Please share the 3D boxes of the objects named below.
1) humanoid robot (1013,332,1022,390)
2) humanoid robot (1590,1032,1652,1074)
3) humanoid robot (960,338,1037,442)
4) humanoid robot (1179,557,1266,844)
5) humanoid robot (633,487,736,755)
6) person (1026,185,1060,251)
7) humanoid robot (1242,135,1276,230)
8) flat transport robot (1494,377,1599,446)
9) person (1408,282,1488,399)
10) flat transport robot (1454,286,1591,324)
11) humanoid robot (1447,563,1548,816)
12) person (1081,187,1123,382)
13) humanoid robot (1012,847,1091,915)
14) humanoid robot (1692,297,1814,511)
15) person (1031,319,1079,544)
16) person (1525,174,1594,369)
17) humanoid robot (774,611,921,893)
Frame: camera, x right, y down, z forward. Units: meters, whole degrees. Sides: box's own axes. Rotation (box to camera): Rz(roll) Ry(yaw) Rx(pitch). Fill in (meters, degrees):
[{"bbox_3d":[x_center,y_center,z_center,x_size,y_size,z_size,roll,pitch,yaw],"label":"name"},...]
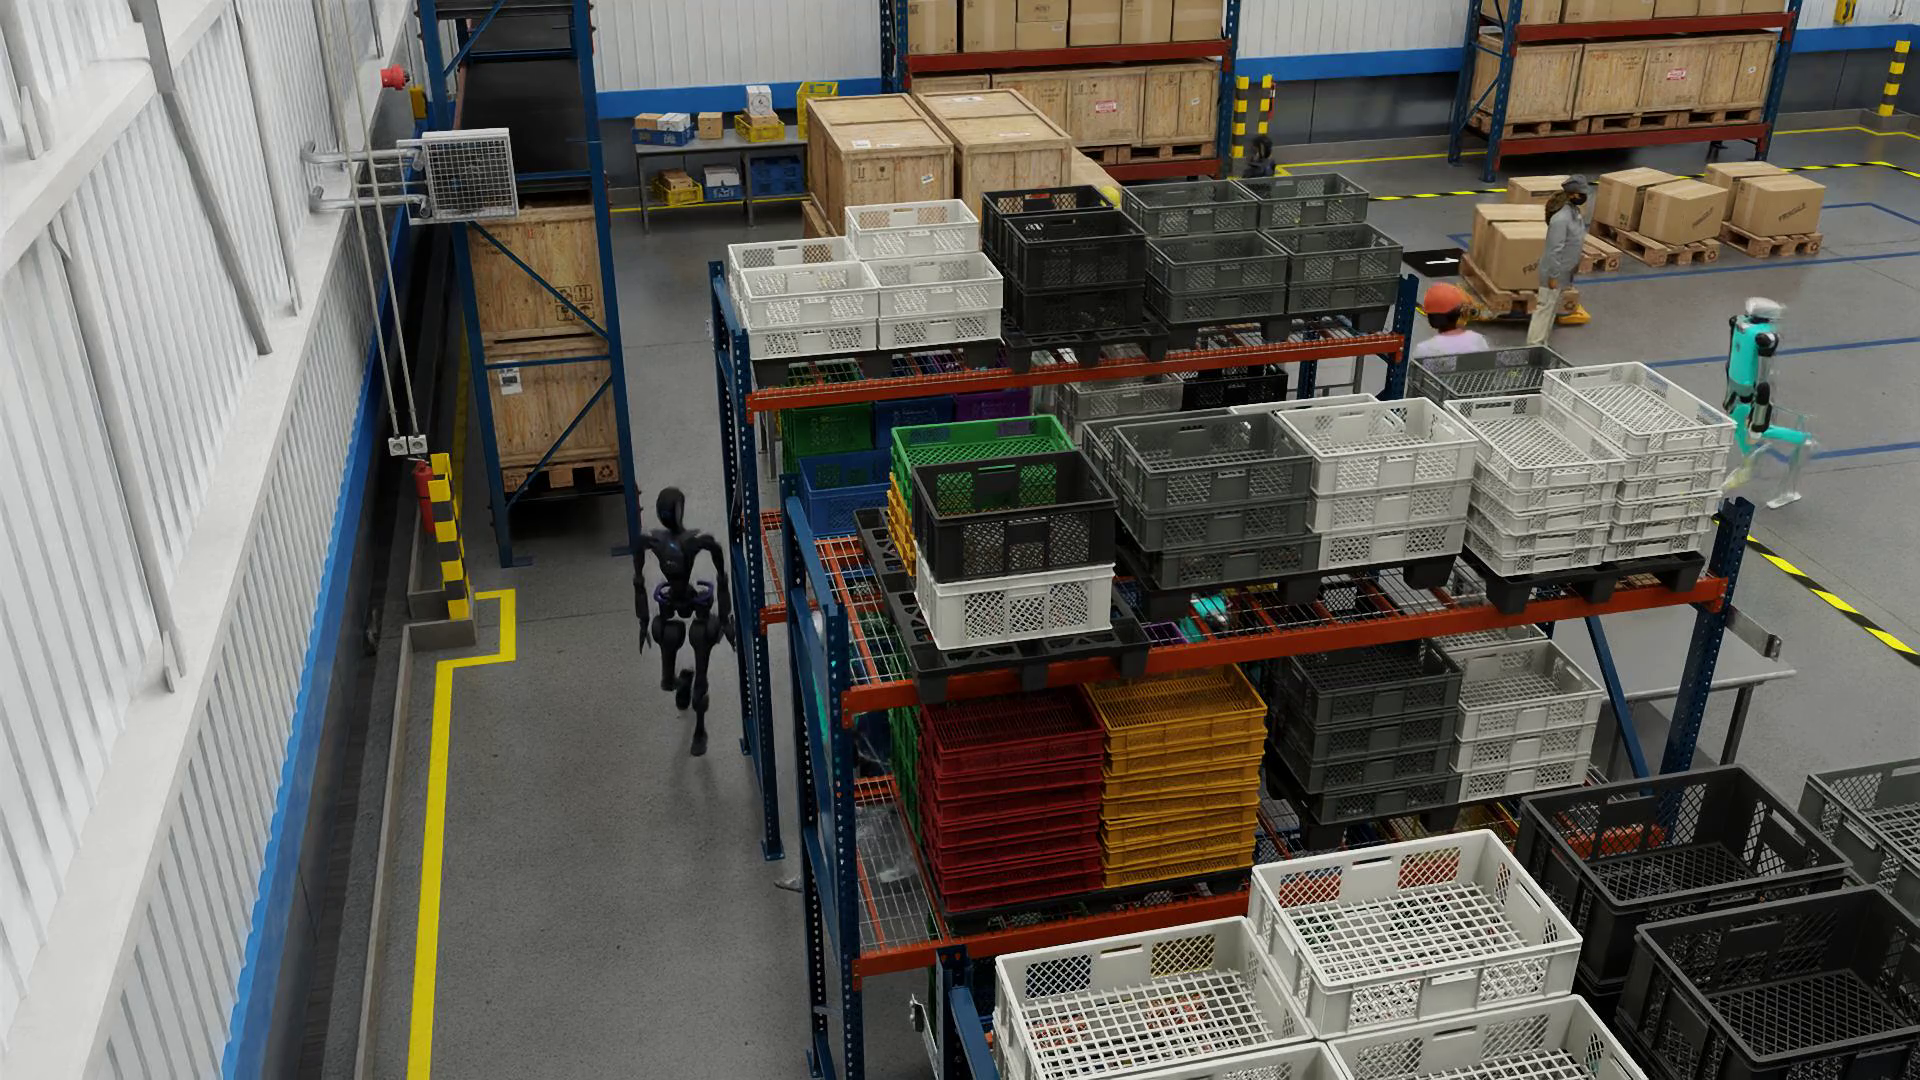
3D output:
[{"bbox_3d":[0.576,-1.146,12.708,0.433,1.646,0.606,-1,28,-2],"label":"humanoid robot"},{"bbox_3d":[2.576,2.290,6.149,0.940,1.777,0.544,-7,29,-13],"label":"humanoid robot"},{"bbox_3d":[0.300,-0.503,11.320,0.532,1.692,0.730,-4,28,-8],"label":"humanoid robot"},{"bbox_3d":[1.461,0.839,8.801,0.723,1.724,0.530,-8,29,-14],"label":"humanoid robot"},{"bbox_3d":[-1.583,0.433,9.733,0.600,1.640,0.554,1,28,2],"label":"humanoid robot"},{"bbox_3d":[0.695,-2.126,14.347,0.583,1.881,0.337,0,28,0],"label":"person"},{"bbox_3d":[2.956,-3.318,16.882,0.737,1.632,0.601,24,36,38],"label":"humanoid robot"},{"bbox_3d":[4.780,-1.036,14.013,0.659,0.231,1.431,-6,28,-12],"label":"flat transport robot"},{"bbox_3d":[3.456,-0.827,11.789,0.658,1.983,1.065,-15,31,-27],"label":"person"},{"bbox_3d":[5.437,-2.351,16.476,1.431,0.197,0.652,0,28,-1],"label":"flat transport robot"},{"bbox_3d":[2.898,0.791,9.061,0.601,1.634,0.695,25,37,39],"label":"humanoid robot"},{"bbox_3d":[1.263,-2.188,14.520,0.598,1.829,0.404,5,28,9],"label":"person"},{"bbox_3d":[0.464,1.212,8.027,0.735,1.677,0.533,3,28,6],"label":"humanoid robot"},{"bbox_3d":[6.017,-0.944,12.331,1.075,1.768,0.543,-2,28,-3],"label":"humanoid robot"},{"bbox_3d":[0.609,-0.781,11.728,0.404,1.945,0.611,-12,30,-22],"label":"person"},{"bbox_3d":[5.417,-2.450,15.083,0.396,1.769,0.565,16,32,28],"label":"person"},{"bbox_3d":[-0.457,1.101,8.381,1.026,1.729,0.538,-11,30,-20],"label":"humanoid robot"}]
